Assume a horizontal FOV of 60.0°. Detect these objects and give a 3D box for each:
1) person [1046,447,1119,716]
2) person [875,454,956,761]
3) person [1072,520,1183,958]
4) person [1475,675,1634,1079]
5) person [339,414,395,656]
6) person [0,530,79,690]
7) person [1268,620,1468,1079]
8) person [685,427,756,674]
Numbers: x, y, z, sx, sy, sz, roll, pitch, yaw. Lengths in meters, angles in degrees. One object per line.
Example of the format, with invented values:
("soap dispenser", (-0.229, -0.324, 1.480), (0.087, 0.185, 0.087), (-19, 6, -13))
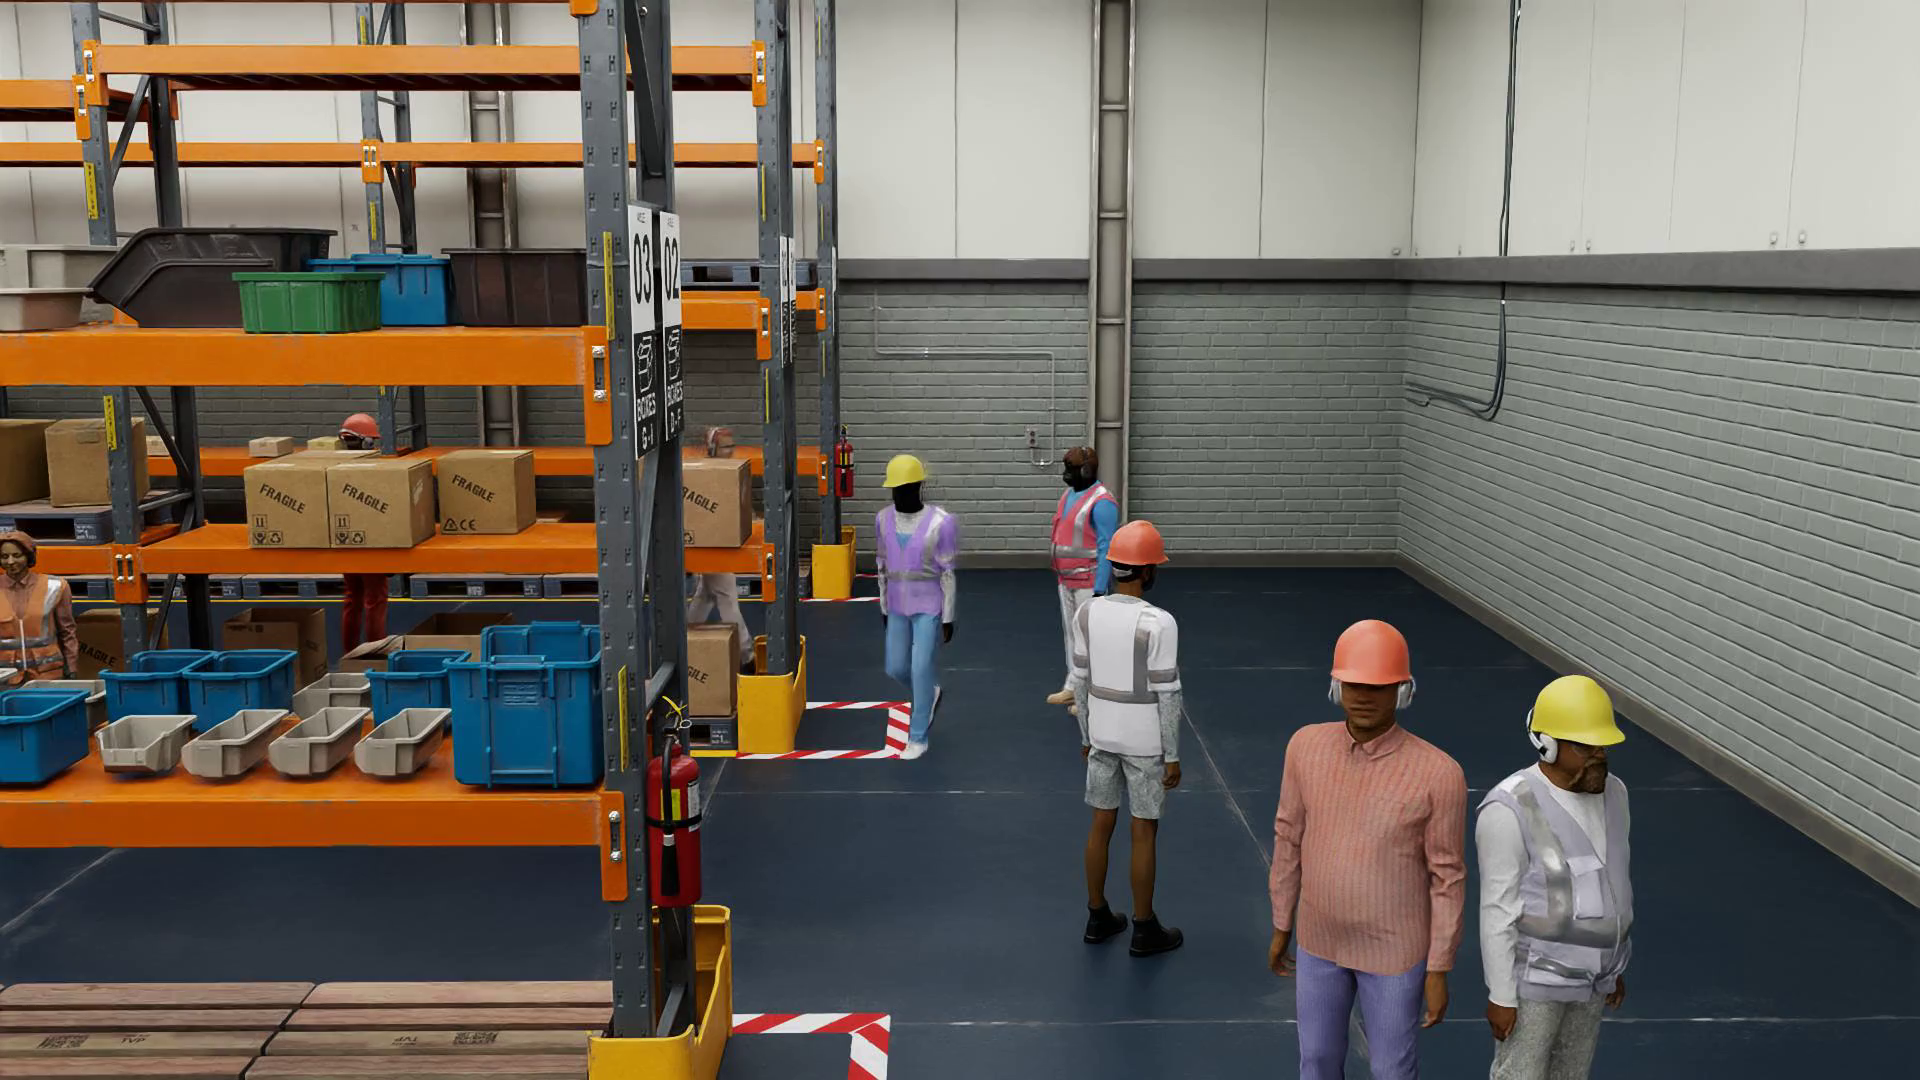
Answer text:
("person", (0.829, 0.279, 11.353), (0.430, 1.838, 0.643), (-4, 10, -23))
("person", (-0.250, 0.396, 10.422), (0.589, 1.905, 0.588), (5, 10, 28))
("person", (0.760, 0.874, 7.379), (0.549, 1.937, 0.358), (8, 12, 41))
("person", (1.823, 1.304, 5.066), (0.592, 1.833, 0.404), (-6, 11, -33))
("person", (-4.366, 0.068, 12.200), (0.617, 1.984, 0.410), (6, 11, 31))
("person", (-5.064, 0.754, 9.026), (0.518, 1.639, 0.312), (-5, 10, -27))
("person", (1.217, 1.220, 5.077), (0.622, 1.997, 0.371), (8, 12, 39))
("person", (-1.797, 0.067, 12.606), (1.014, 1.852, 0.659), (4, 10, 22))
